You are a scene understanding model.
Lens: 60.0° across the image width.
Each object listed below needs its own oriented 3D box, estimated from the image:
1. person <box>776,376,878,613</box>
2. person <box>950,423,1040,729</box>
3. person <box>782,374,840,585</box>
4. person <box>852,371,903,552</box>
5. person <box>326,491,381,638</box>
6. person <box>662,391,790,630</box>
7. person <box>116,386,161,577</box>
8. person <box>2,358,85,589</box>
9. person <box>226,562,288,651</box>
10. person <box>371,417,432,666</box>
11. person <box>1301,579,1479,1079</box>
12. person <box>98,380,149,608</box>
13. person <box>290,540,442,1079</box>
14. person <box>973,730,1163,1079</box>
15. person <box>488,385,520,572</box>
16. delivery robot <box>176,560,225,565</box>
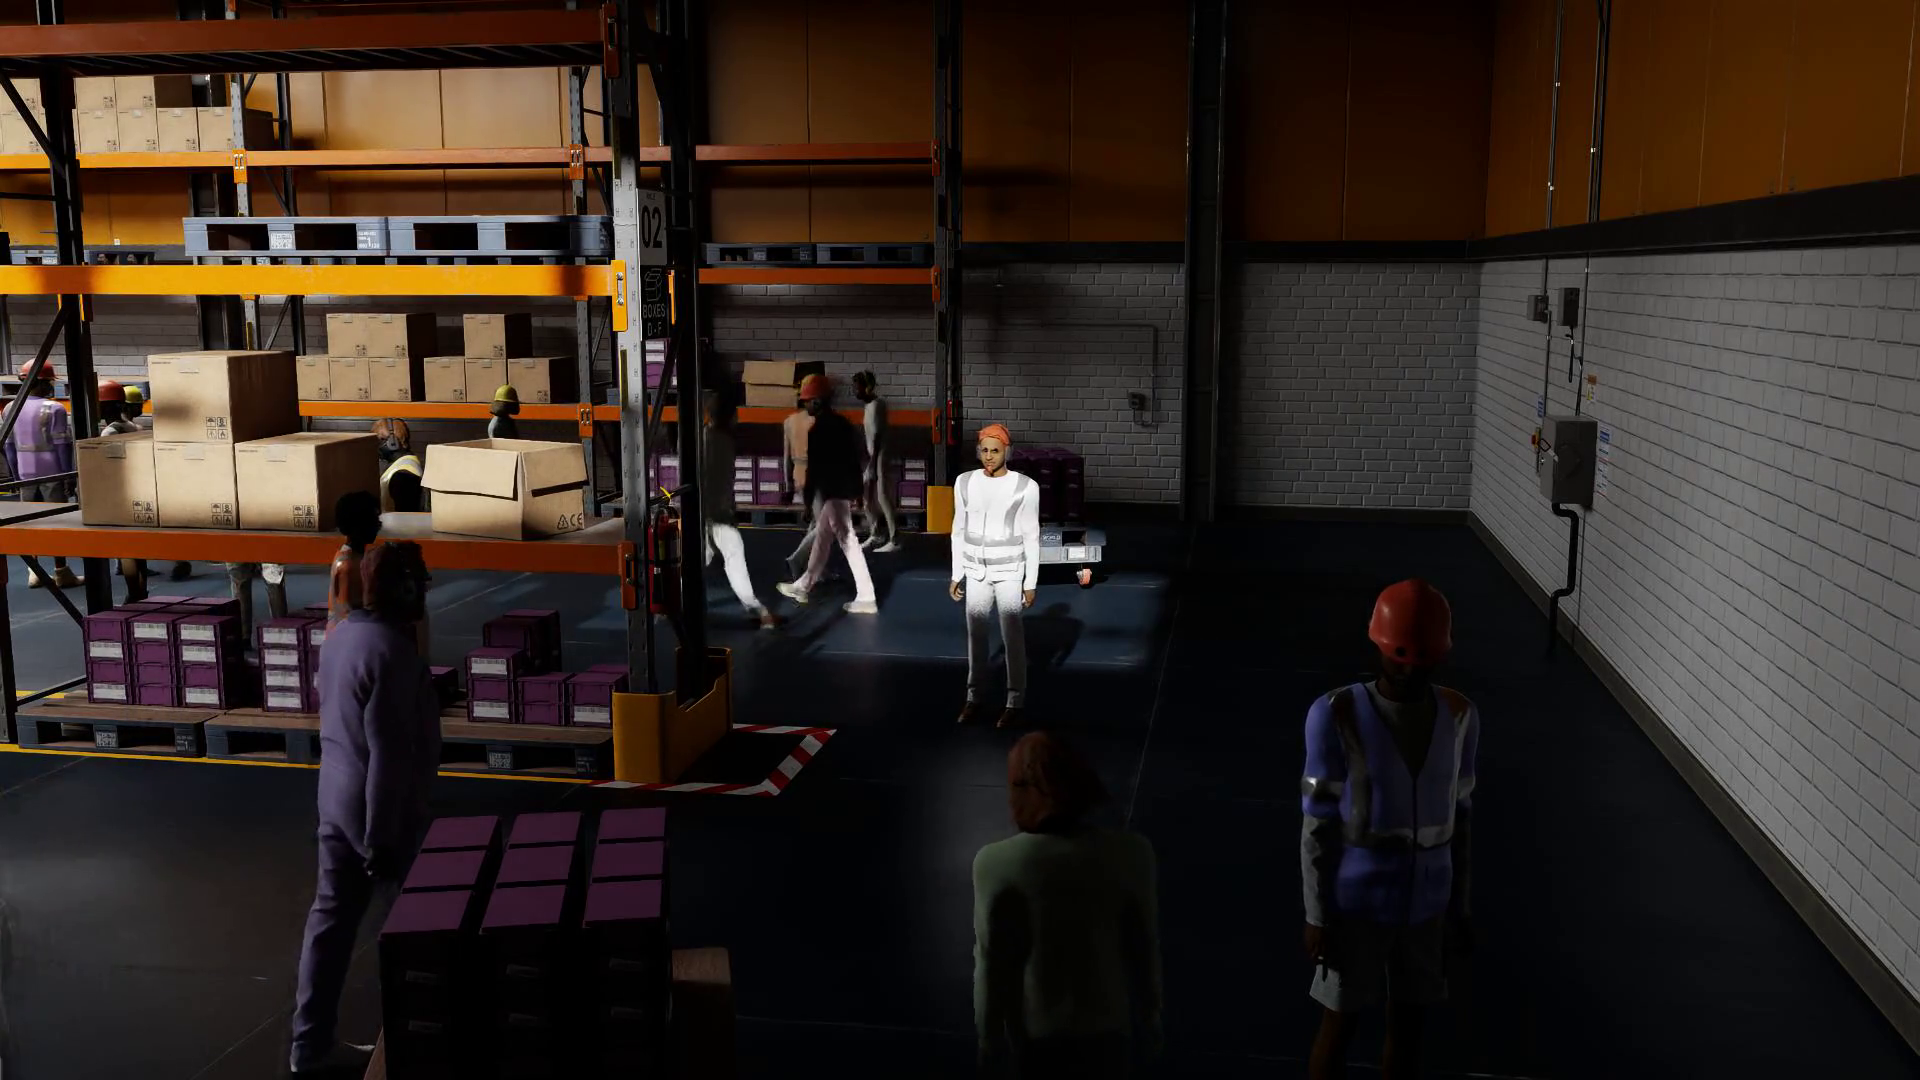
[{"bbox_3d":[-1.134,-0.367,13.670,1.056,1.930,0.646,3,10,17],"label":"person"},{"bbox_3d":[0.216,0.219,10.237,0.579,1.879,0.348,5,10,26],"label":"person"},{"bbox_3d":[-1.324,-0.515,14.697,0.596,1.907,0.789,7,11,36],"label":"person"},{"bbox_3d":[-0.819,-0.764,16.528,0.585,1.826,0.549,-2,9,-11],"label":"person"},{"bbox_3d":[-3.058,0.590,8.477,0.321,1.698,0.537,-3,10,-16],"label":"person"},{"bbox_3d":[-1.893,-0.227,13.024,1.041,1.883,0.636,0,9,2],"label":"person"},{"bbox_3d":[-7.590,-0.533,15.274,0.518,1.755,0.357,5,11,29],"label":"person"},{"bbox_3d":[-8.089,-0.582,14.689,0.609,2.043,0.397,2,9,11],"label":"person"},{"bbox_3d":[-5.268,-0.097,12.327,0.592,1.833,0.404,-7,11,-36],"label":"person"},{"bbox_3d":[-3.739,0.098,11.125,0.429,1.837,0.628,-4,10,-22],"label":"person"},{"bbox_3d":[1.264,1.059,4.865,0.542,1.928,0.374,-2,9,-11],"label":"person"},{"bbox_3d":[-6.790,-0.322,13.402,0.363,1.935,0.553,-2,9,-11],"label":"person"},{"bbox_3d":[-1.972,0.929,5.875,0.944,1.856,0.655,-8,12,-41],"label":"person"},{"bbox_3d":[0.286,1.299,4.397,0.508,1.597,0.773,1,9,3],"label":"person"},{"bbox_3d":[-4.247,-0.580,15.611,0.319,1.740,0.488,1,9,5],"label":"person"},{"bbox_3d":[-6.854,0.021,15.258,0.707,0.478,0.477,-4,10,-22],"label":"delivery robot"}]
